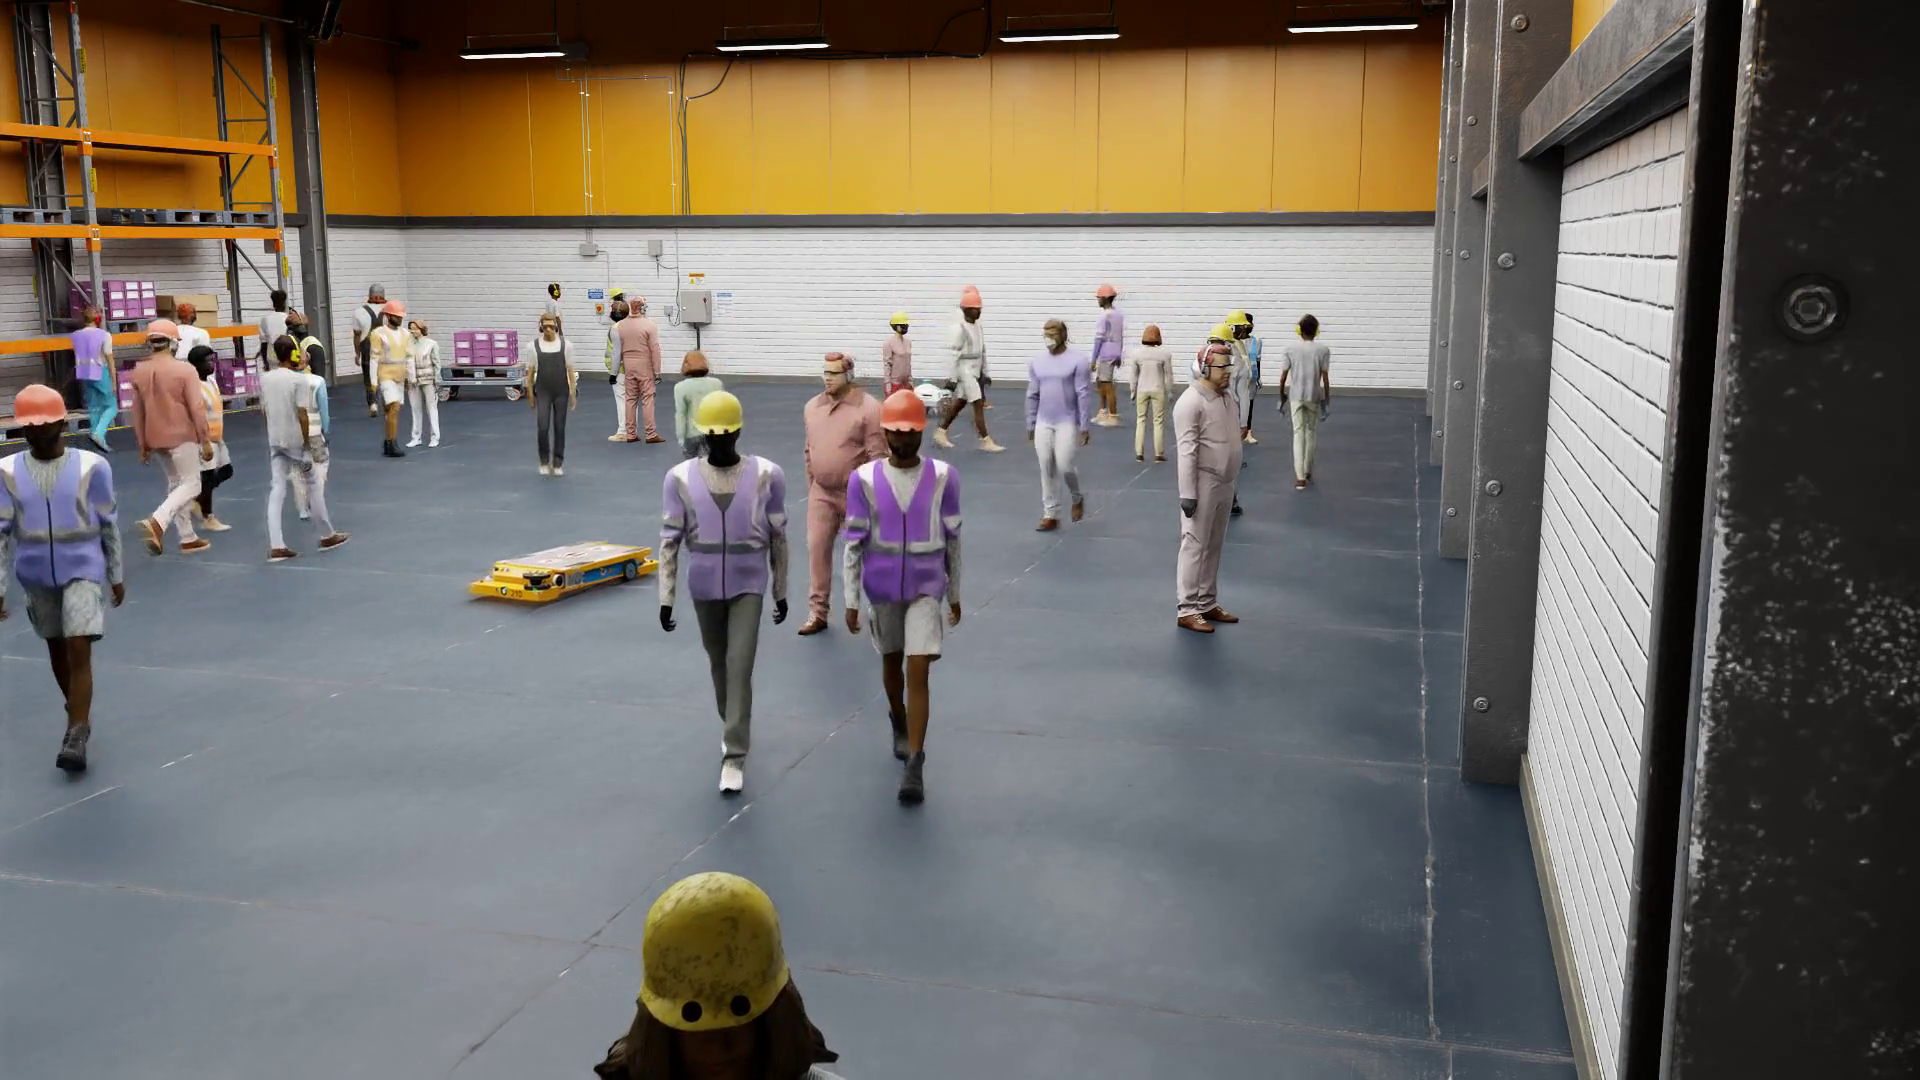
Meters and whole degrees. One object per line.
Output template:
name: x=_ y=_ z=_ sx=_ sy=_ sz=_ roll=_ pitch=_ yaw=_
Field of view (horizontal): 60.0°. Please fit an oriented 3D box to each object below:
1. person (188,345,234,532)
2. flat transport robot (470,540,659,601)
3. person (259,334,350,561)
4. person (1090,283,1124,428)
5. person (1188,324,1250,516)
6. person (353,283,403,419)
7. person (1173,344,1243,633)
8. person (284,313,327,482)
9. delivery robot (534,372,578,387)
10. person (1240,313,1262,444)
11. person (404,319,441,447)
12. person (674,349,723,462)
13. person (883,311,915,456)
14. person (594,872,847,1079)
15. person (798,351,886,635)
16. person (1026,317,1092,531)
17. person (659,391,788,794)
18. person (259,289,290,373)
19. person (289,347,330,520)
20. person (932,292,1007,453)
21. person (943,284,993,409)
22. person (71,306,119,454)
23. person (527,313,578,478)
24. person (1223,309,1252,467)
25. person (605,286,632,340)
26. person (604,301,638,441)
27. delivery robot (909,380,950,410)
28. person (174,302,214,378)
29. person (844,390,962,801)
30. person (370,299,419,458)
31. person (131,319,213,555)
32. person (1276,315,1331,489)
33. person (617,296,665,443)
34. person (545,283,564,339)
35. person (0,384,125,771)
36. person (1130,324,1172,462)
person: x=-6.748 y=-0.901 z=14.850 sx=0.401 sy=1.680 sz=0.550 roll=-1 pitch=10 yaw=-4
flat transport robot: x=-2.942 y=0.215 z=12.543 sx=0.652 sy=0.197 sz=1.431 roll=5 pitch=11 yaw=27
person: x=-5.474 y=-0.779 z=13.745 sx=0.541 sy=1.830 sz=0.900 roll=3 pitch=11 yaw=18
person: x=1.983 y=-2.597 z=23.491 sx=0.687 sy=2.025 sz=0.636 roll=6 pitch=11 yaw=29
person: x=2.462 y=-1.132 z=15.776 sx=0.586 sy=1.824 sz=0.403 roll=4 pitch=11 yaw=23
person: x=-8.567 y=-2.792 z=24.559 sx=0.702 sy=2.000 sz=0.539 roll=-3 pitch=11 yaw=-18
person: x=1.681 y=-0.350 z=11.114 sx=0.405 sy=1.906 sz=0.652 roll=7 pitch=12 yaw=35
person: x=-7.105 y=-1.529 z=17.976 sx=0.634 sy=1.841 sz=0.429 roll=9 pitch=13 yaw=41
delivery robot: x=-6.853 y=-2.743 z=28.224 sx=0.707 sy=0.478 sz=0.477 roll=0 pitch=10 yaw=1
person: x=3.660 y=-2.076 z=21.469 sx=0.536 sy=1.700 sz=0.318 roll=-4 pitch=11 yaw=-19
person: x=-6.853 y=-1.992 z=21.169 sx=0.523 sy=1.638 sz=0.311 roll=2 pitch=10 yaw=11
person: x=-2.393 y=-0.974 z=15.533 sx=0.514 sy=1.605 sz=0.746 roll=-6 pitch=11 yaw=-29
person: x=-0.741 y=-1.911 z=20.344 sx=0.316 sy=1.769 sz=0.524 roll=7 pitch=12 yaw=35
person: x=-0.325 y=1.288 z=2.295 sx=0.483 sy=1.745 sz=0.304 roll=-2 pitch=10 yaw=-13
person: x=-0.763 y=-0.346 z=11.203 sx=0.650 sy=1.868 sz=0.944 roll=5 pitch=11 yaw=25
person: x=0.892 y=-1.041 z=14.980 sx=0.644 sy=1.919 sz=0.513 roll=6 pitch=12 yaw=32
person: x=-1.141 y=0.208 z=8.061 sx=0.608 sy=1.877 sz=1.005 roll=0 pitch=10 yaw=-1
person: x=-9.490 y=-2.534 z=23.348 sx=0.629 sy=1.950 sz=0.425 roll=0 pitch=10 yaw=0
person: x=-6.145 y=-0.997 z=15.562 sx=0.533 sy=1.621 sz=0.377 roll=-1 pitch=10 yaw=-4
person: x=0.075 y=-2.091 z=20.763 sx=1.079 sy=1.996 sz=0.625 roll=5 pitch=11 yaw=26
person: x=0.087 y=-3.062 z=26.329 sx=0.941 sy=1.962 sz=0.631 roll=8 pitch=13 yaw=40
person: x=-10.622 y=-1.952 z=20.431 sx=0.567 sy=1.824 sz=0.465 roll=2 pitch=10 yaw=10
person: x=-4.489 y=-1.587 z=18.360 sx=0.513 sy=1.824 sz=0.656 roll=-4 pitch=11 yaw=-20
person: x=3.143 y=-1.722 z=19.085 sx=0.404 sy=1.835 sz=0.586 roll=5 pitch=11 yaw=25
person: x=-5.792 y=-3.445 z=28.762 sx=0.617 sy=1.874 sz=0.846 roll=-6 pitch=12 yaw=-29
person: x=-4.448 y=-2.220 z=21.876 sx=0.429 sy=1.846 sz=0.627 roll=2 pitch=10 yaw=13
delivery robot: x=-0.504 y=-2.159 z=24.918 sx=0.707 sy=0.478 sz=0.477 roll=6 pitch=12 yaw=32
person: x=-9.511 y=-1.992 z=20.515 sx=0.595 sy=1.866 sz=0.492 roll=0 pitch=10 yaw=-1
person: x=-0.270 y=0.219 z=7.947 sx=0.560 sy=1.889 sz=1.017 roll=0 pitch=10 yaw=0
person: x=-6.828 y=-1.953 z=20.172 sx=0.651 sy=1.908 sz=0.538 roll=5 pitch=11 yaw=28
person: x=-6.497 y=-0.813 z=13.587 sx=0.643 sy=1.957 sz=0.809 roll=3 pitch=10 yaw=17
person: x=3.661 y=-1.482 z=17.755 sx=0.540 sy=1.819 sz=0.962 roll=1 pitch=10 yaw=8
person: x=-4.147 y=-2.208 z=21.637 sx=0.644 sy=1.908 sz=0.408 roll=4 pitch=11 yaw=23
person: x=-7.458 y=-3.801 z=30.745 sx=0.329 sy=1.877 sz=0.509 roll=-8 pitch=13 yaw=-38
person: x=-4.469 y=0.175 z=8.212 sx=0.567 sy=1.877 sz=1.005 roll=-3 pitch=10 yaw=-17
person: x=2.267 y=-1.732 z=19.712 sx=0.502 sy=1.633 sz=0.272 roll=3 pitch=11 yaw=19
